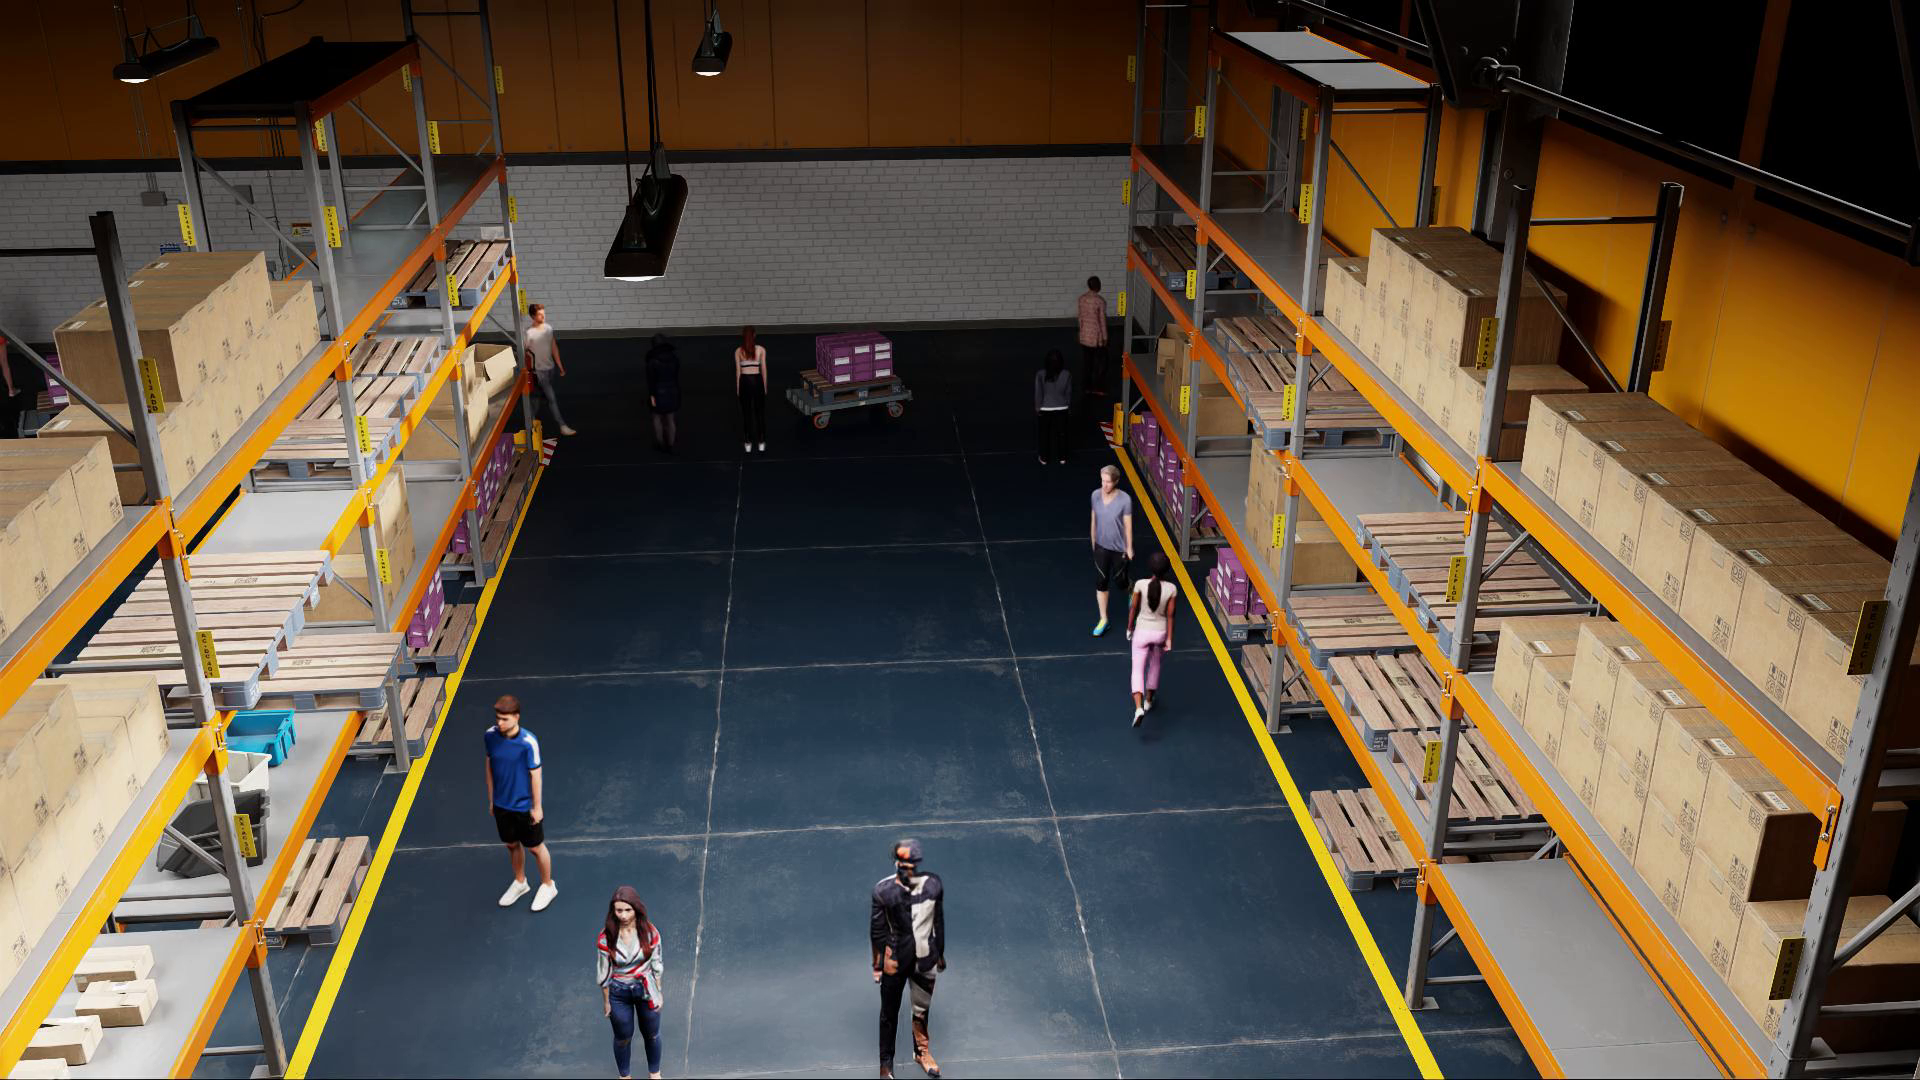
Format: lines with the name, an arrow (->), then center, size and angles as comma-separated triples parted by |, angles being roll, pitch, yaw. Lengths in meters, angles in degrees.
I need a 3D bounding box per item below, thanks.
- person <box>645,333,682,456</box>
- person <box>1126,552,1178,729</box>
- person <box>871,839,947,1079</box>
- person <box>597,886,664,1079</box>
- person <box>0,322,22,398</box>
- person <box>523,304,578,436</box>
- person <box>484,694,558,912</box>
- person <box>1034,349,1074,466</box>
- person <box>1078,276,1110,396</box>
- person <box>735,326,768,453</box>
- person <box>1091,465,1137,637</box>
person -> -3.928, -1.941, 22.379 | 0.802, 1.660, 0.832 | -17, 29, -34
person -> 1.792, 0.957, 15.676 | 0.750, 1.718, 1.121 | 1, 24, 2
person -> -0.352, 2.815, 11.208 | 0.730, 1.892, 0.675 | -8, 25, -17
person -> -2.185, 3.013, 11.104 | 0.613, 1.614, 0.553 | -5, 24, -12
person -> -14.366, -2.982, 24.643 | 0.581, 1.754, 0.578 | -4, 24, -10
person -> -5.863, -2.373, 23.125 | 1.182, 1.853, 1.235 | 13, 27, 28
person -> -3.461, 2.026, 13.045 | 0.727, 1.867, 0.722 | 7, 25, 17
person -> 1.237, -1.772, 22.070 | 0.672, 1.597, 0.656 | -1, 24, -1
person -> 1.943, -2.999, 24.625 | 0.924, 1.799, 0.846 | -22, 32, -40
person -> -2.822, -2.056, 22.539 | 0.589, 1.742, 0.536 | -5, 24, -10
person -> 1.635, 0.061, 17.555 | 1.042, 1.854, 1.177 | 12, 26, 25
